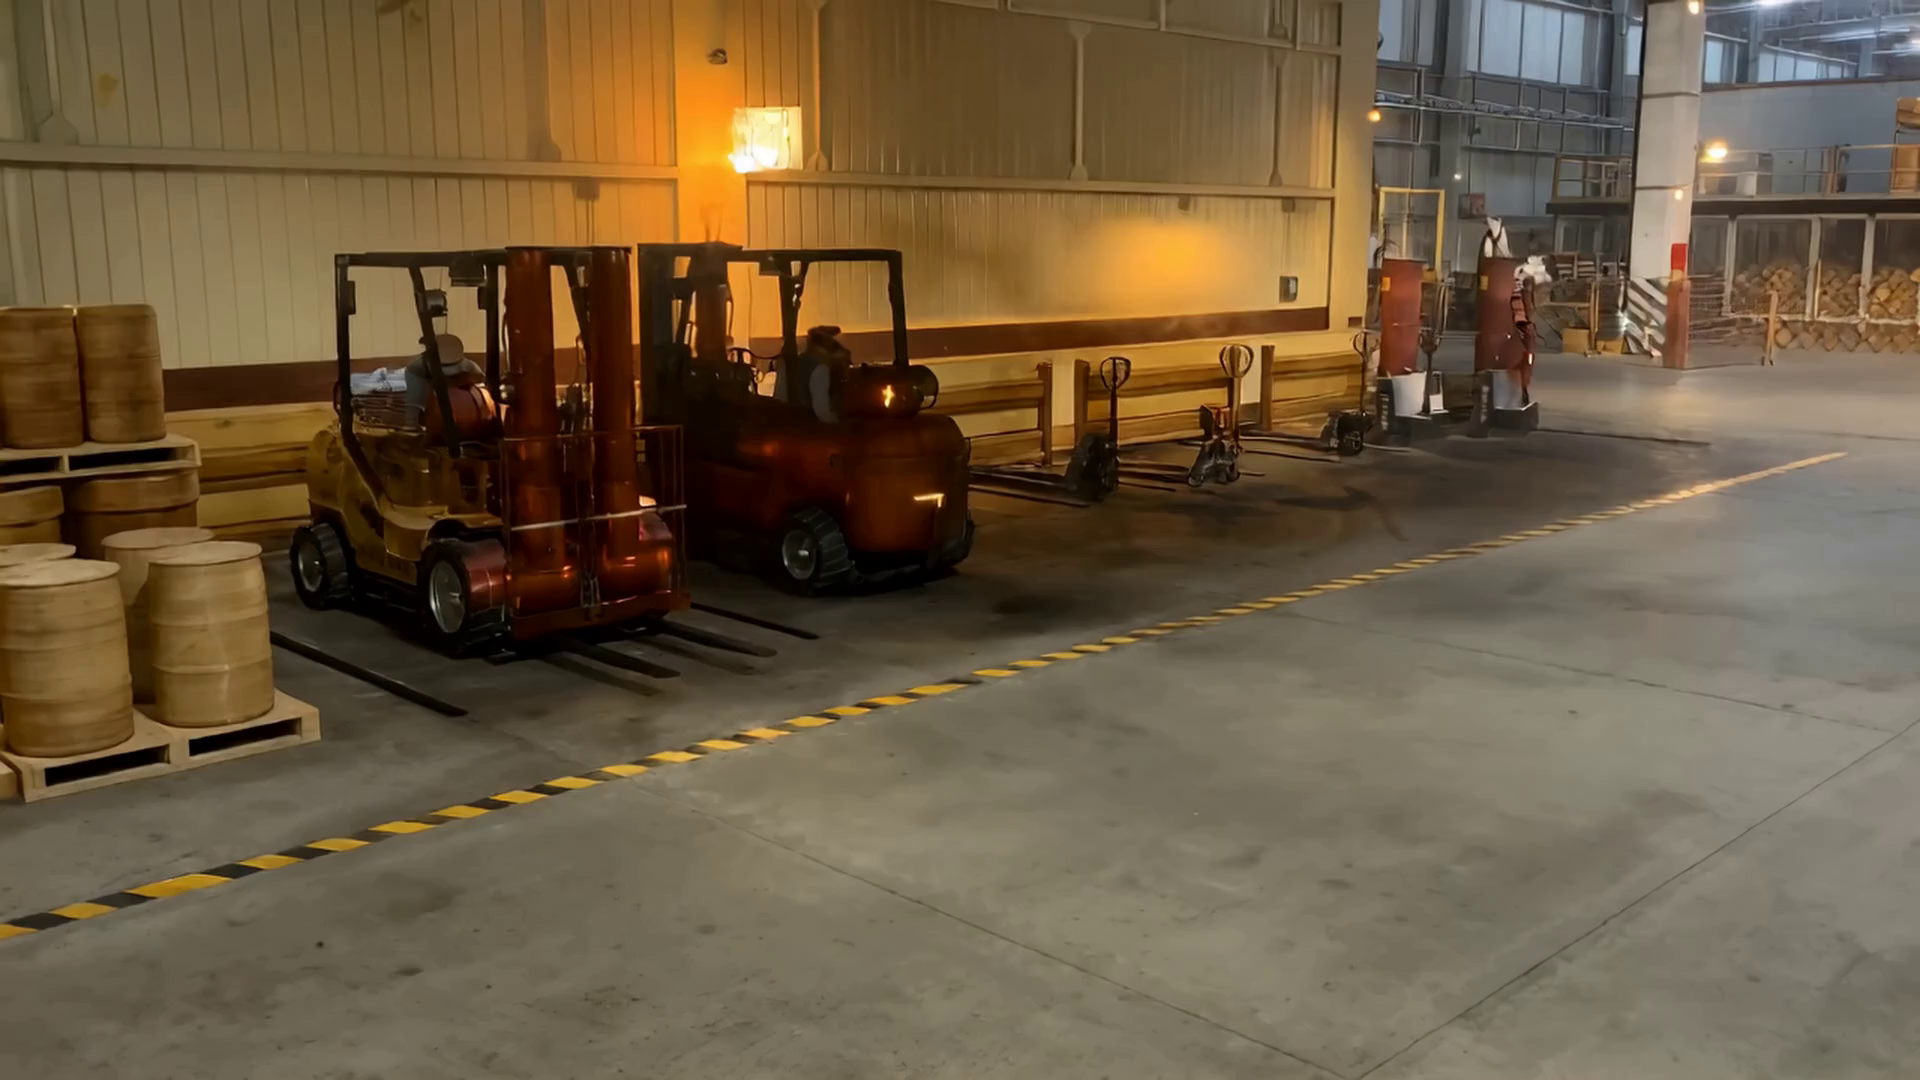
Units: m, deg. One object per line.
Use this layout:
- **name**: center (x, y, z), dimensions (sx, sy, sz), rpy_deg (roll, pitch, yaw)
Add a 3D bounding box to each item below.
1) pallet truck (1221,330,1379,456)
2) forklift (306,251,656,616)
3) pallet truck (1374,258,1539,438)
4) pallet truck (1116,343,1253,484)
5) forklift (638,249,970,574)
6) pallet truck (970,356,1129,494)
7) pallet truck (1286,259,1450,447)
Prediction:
- **pallet truck**: center (3.563, -1.581, 17.381), dimensions (0.653, 1.274, 1.630), rpy_deg (-10, 14, -44)
- **forklift**: center (-2.833, -0.669, 9.694), dimensions (1.157, 1.987, 2.680), rpy_deg (-10, 14, -44)
- **pallet truck**: center (5.704, -2.208, 18.901), dimensions (1.885, 1.965, 0.823), rpy_deg (10, 14, 43)
- **pallet truck**: center (1.962, -1.215, 15.415), dimensions (1.522, 1.261, 0.704), rpy_deg (10, 14, 43)
- **forklift**: center (-1.173, -0.958, 11.239), dimensions (2.680, 1.987, 1.157), rpy_deg (10, 14, 43)
- **pallet truck**: center (0.784, -1.085, 14.876), dimensions (0.680, 1.201, 1.601), rpy_deg (-10, 14, -44)
- **pallet truck**: center (4.493, -2.078, 18.196), dimensions (0.823, 1.965, 1.885), rpy_deg (-9, 14, -40)
